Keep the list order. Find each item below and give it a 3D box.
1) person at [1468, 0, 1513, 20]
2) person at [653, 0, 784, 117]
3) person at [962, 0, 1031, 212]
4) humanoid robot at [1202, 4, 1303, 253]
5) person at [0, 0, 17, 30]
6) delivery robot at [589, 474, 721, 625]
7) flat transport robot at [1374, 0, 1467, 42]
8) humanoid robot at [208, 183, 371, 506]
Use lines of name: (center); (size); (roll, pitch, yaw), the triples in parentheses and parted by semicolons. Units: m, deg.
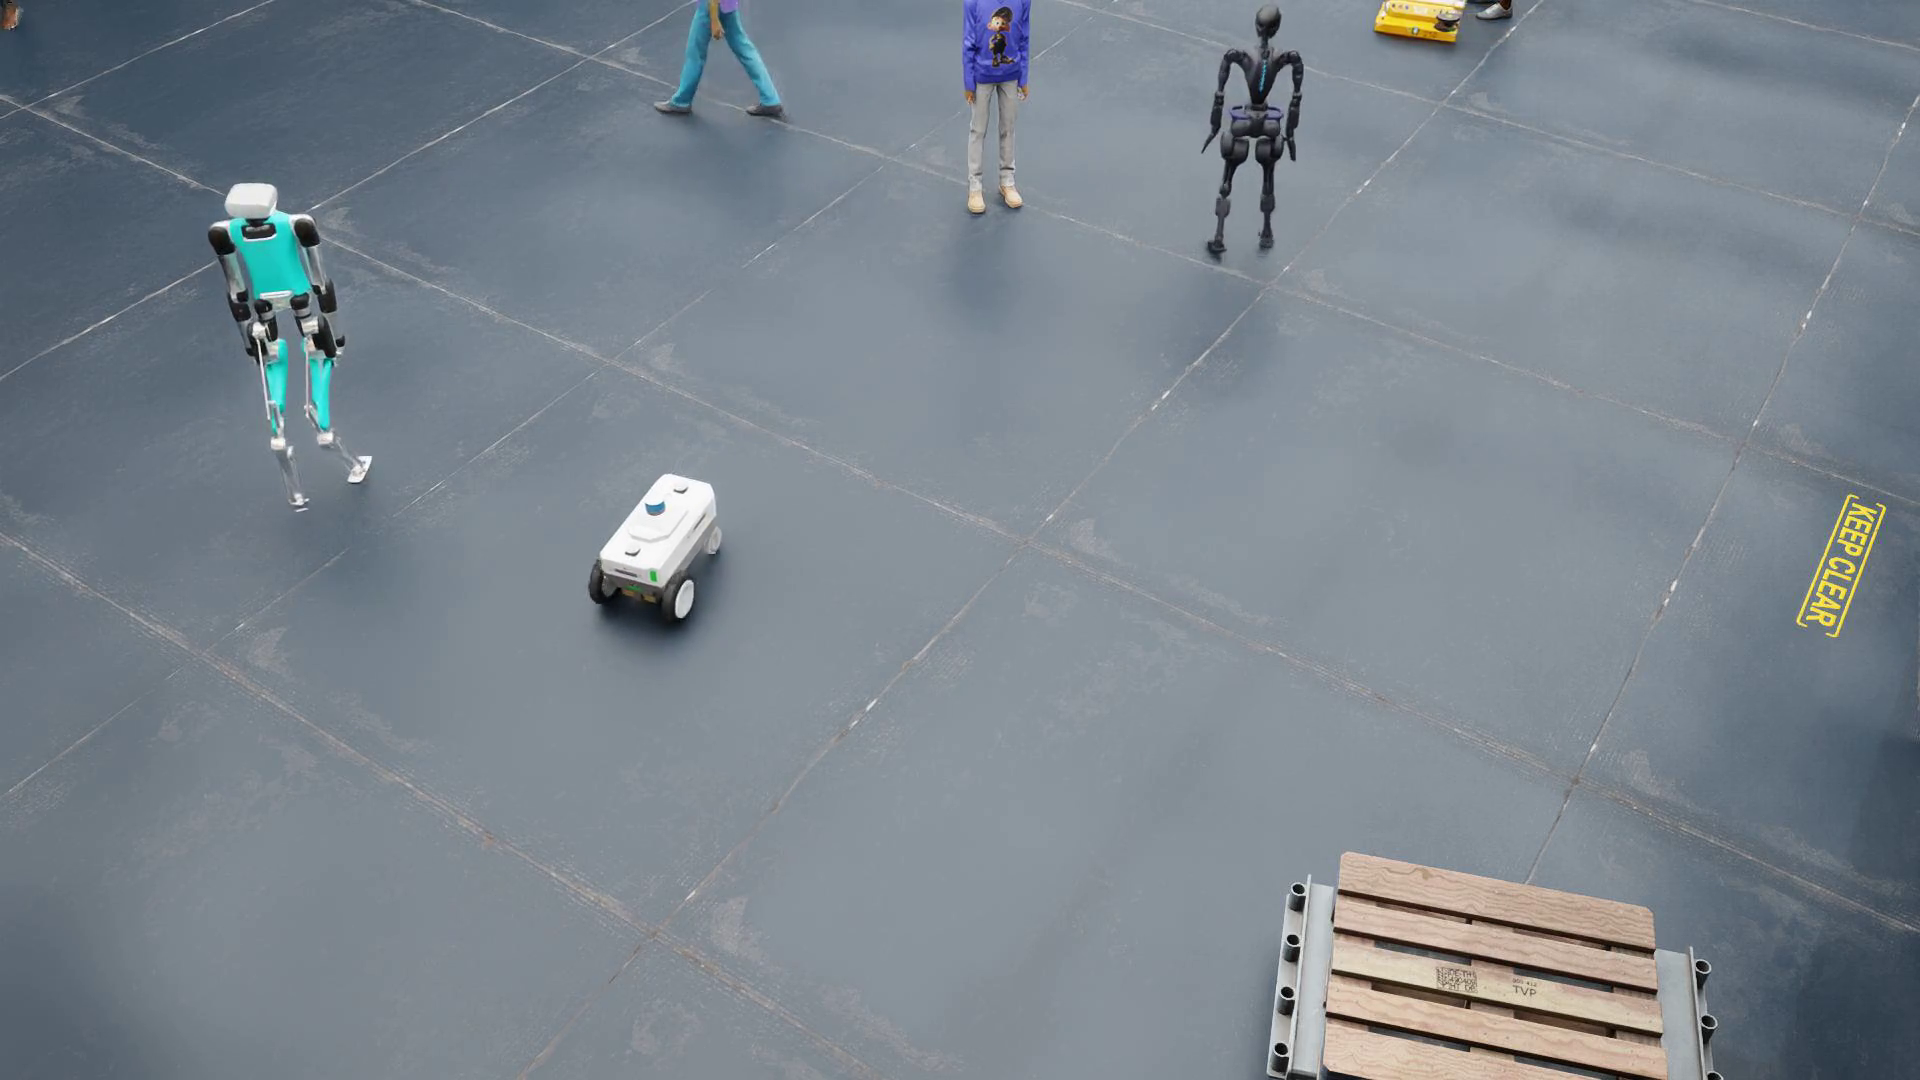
person: (4.481, -5.142, 13.281); (0.410, 1.939, 0.564); (1, 42, 1)
person: (-1.782, -3.891, 11.994); (0.997, 1.793, 0.581); (7, 42, 8)
person: (0.241, -3.070, 11.014); (0.461, 1.873, 0.340); (-10, 43, -11)
humanoid robot: (1.871, -2.599, 10.643); (0.606, 1.640, 0.399); (1, 42, 1)
person: (-7.853, -4.722, 12.899); (0.492, 1.823, 0.998); (-6, 42, -6)
delivery robot: (-1.542, 0.022, 8.544); (0.499, 0.600, 0.802); (14, 44, 15)
flat transport robot: (3.910, -4.576, 13.900); (0.659, 0.231, 1.431); (13, 43, 14)
humanoid robot: (-3.507, -0.911, 8.720); (0.530, 1.798, 0.792); (-7, 42, -8)
